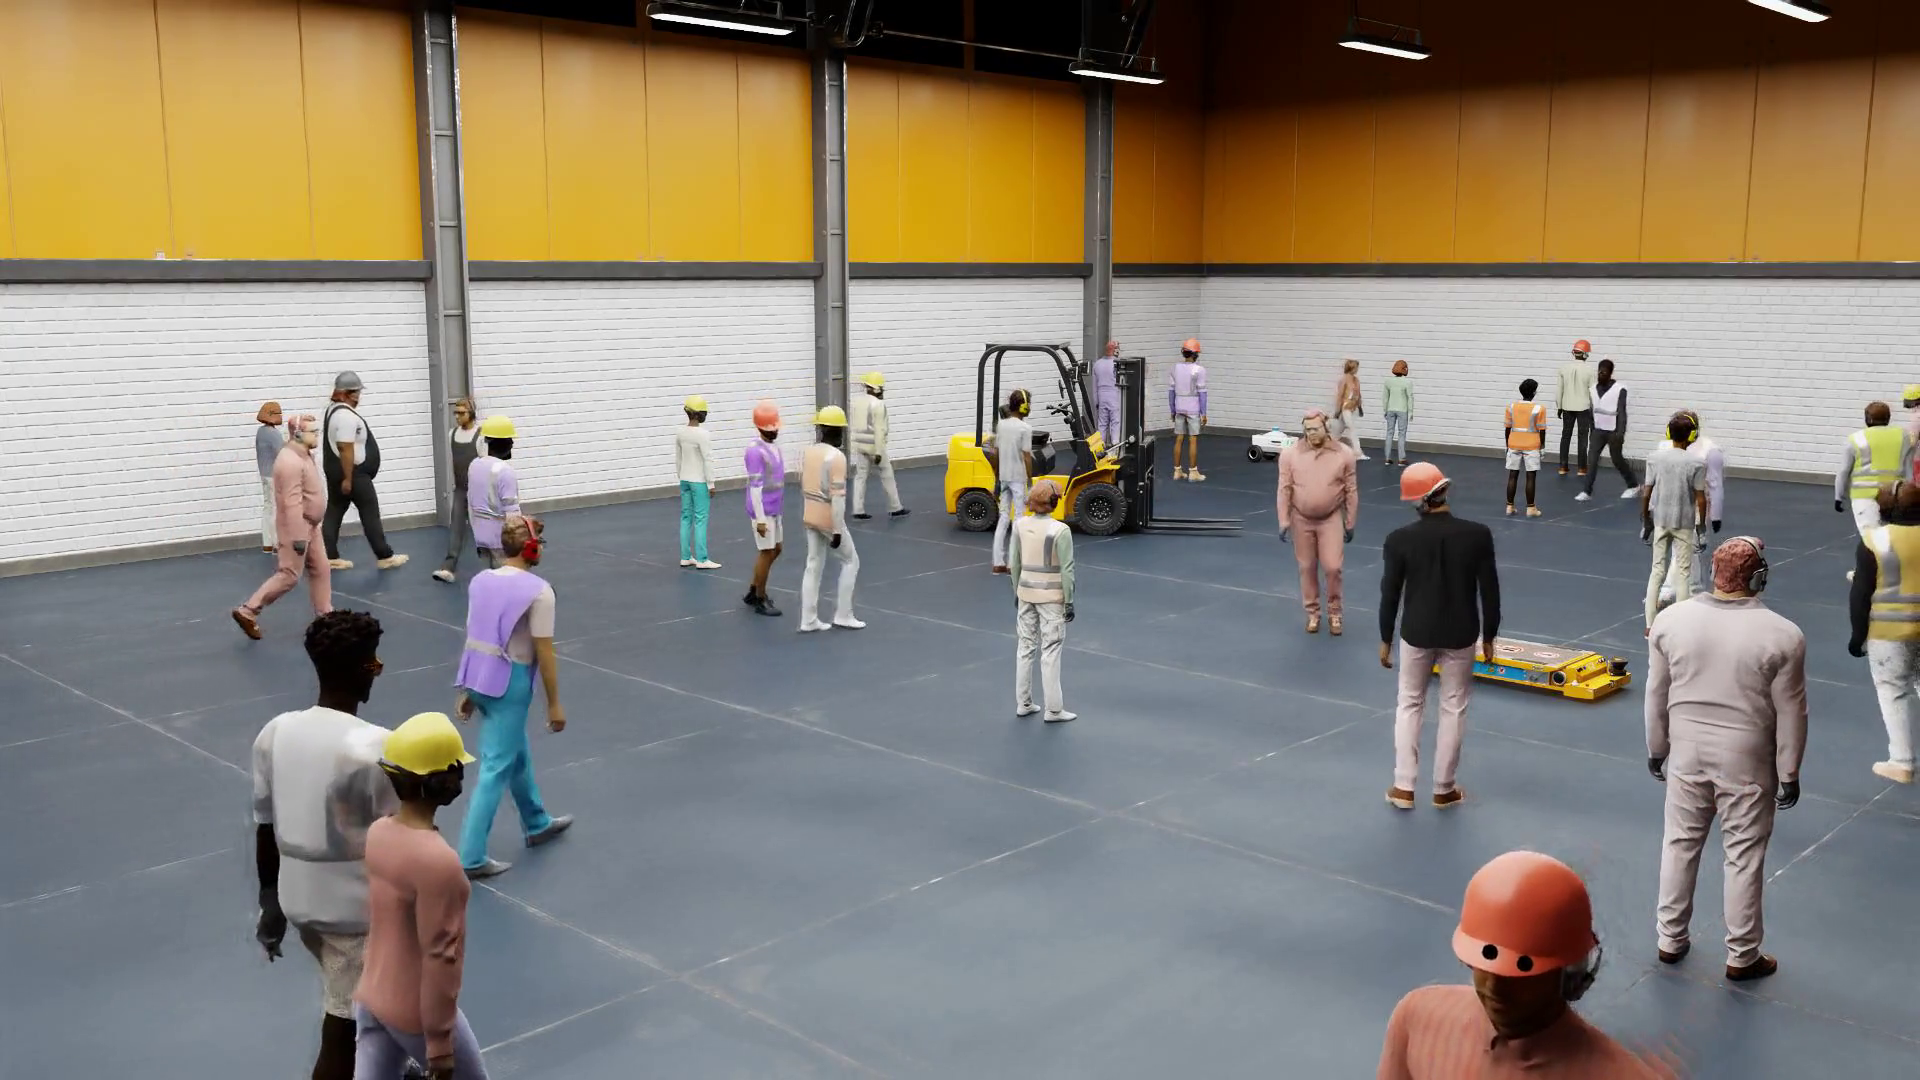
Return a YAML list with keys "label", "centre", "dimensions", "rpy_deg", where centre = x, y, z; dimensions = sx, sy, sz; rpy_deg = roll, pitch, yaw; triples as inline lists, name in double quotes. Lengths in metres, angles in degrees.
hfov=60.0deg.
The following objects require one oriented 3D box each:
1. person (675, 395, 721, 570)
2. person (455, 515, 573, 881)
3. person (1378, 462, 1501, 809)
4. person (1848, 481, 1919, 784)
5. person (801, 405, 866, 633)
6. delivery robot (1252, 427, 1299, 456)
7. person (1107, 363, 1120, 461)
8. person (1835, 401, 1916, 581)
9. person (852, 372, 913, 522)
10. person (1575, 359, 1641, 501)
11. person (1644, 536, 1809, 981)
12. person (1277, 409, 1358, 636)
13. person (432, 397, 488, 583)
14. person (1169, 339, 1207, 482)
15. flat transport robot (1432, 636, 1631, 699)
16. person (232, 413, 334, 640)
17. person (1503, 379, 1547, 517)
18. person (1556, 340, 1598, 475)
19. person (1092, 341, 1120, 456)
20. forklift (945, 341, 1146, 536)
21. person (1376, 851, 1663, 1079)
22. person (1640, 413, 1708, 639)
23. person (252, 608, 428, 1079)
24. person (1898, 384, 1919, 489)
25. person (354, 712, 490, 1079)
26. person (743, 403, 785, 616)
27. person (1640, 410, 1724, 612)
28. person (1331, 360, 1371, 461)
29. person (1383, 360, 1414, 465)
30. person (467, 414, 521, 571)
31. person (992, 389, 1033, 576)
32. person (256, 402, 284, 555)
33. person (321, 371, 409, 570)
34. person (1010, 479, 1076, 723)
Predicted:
- label: "person"
  centre: [-2.658, -0.585, 16.857]
  dimensions: [0.535, 1.766, 0.321]
  rpy_deg: [9, 13, 43]
- label: "person"
  centre: [-2.248, 0.776, 8.445]
  dimensions: [0.566, 1.791, 0.899]
  rpy_deg: [8, 12, 40]
- label: "person"
  centre: [2.676, 0.556, 9.319]
  dimensions: [0.668, 1.957, 0.451]
  rpy_deg: [2, 10, 14]
- label: "person"
  centre: [5.603, 0.547, 9.835]
  dimensions: [0.719, 1.805, 0.449]
  rpy_deg: [0, 9, 3]
- label: "person"
  centre: [-1.065, -0.171, 13.903]
  dimensions: [0.685, 1.904, 0.602]
  rpy_deg: [-8, 12, -42]
- label: "delivery robot"
  centre: [4.937, -1.527, 26.041]
  dimensions: [0.707, 0.478, 0.477]
  rpy_deg: [9, 13, 43]
- label: "person"
  centre: [2.141, -1.390, 21.530]
  dimensions: [0.495, 1.844, 0.531]
  rpy_deg: [-2, 10, -14]
- label: "person"
  centre: [8.640, -0.406, 15.701]
  dimensions: [0.634, 1.793, 0.970]
  rpy_deg: [1, 9, 5]
- label: "person"
  centre: [-0.969, -1.128, 20.059]
  dimensions: [0.841, 1.794, 0.610]
  rpy_deg: [-7, 12, -38]
- label: "person"
  centre: [8.551, -1.447, 21.863]
  dimensions: [0.975, 1.869, 0.645]
  rpy_deg: [-5, 10, -27]
- label: "person"
  centre: [3.292, 0.926, 7.157]
  dimensions: [0.655, 1.906, 0.407]
  rpy_deg: [9, 13, 43]
- label: "person"
  centre: [2.950, -0.140, 13.779]
  dimensions: [0.654, 1.880, 0.585]
  rpy_deg: [2, 10, 15]
- label: "person"
  centre: [-4.775, -0.487, 16.166]
  dimensions: [0.533, 1.790, 0.953]
  rpy_deg: [3, 10, 20]
- label: "person"
  centre: [3.287, -1.856, 23.801]
  dimensions: [0.616, 2.039, 0.385]
  rpy_deg: [9, 13, 43]
- label: "flat transport robot"
  centre: [4.118, 0.906, 12.284]
  dimensions: [1.431, 0.197, 0.652]
  rpy_deg: [9, 13, 43]
- label: "person"
  centre: [-5.478, -0.101, 13.564]
  dimensions: [0.863, 1.876, 0.654]
  rpy_deg: [-2, 9, -9]
- label: "person"
  centre: [6.933, -1.130, 20.403]
  dimensions: [0.542, 1.695, 0.316]
  rpy_deg: [9, 13, 43]
- label: "person"
  centre: [9.111, -1.952, 24.531]
  dimensions: [0.625, 1.992, 0.388]
  rpy_deg: [9, 13, 43]
- label: "person"
  centre: [2.398, -2.177, 26.187]
  dimensions: [0.655, 1.904, 0.407]
  rpy_deg: [9, 13, 43]
- label: "forklift"
  centre: [0.977, -1.223, 19.452]
  dimensions: [2.313, 2.155, 1.214]
  rpy_deg: [2, 9, 11]
- label: "person"
  centre: [1.089, 1.533, 3.330]
  dimensions: [1.024, 1.947, 0.623]
  rpy_deg: [-7, 12, -37]
- label: "person"
  centre: [5.820, -0.096, 13.548]
  dimensions: [0.538, 1.866, 0.313]
  rpy_deg: [9, 13, 43]
- label: "person"
  centre: [-1.956, 1.170, 5.581]
  dimensions: [0.624, 1.930, 0.911]
  rpy_deg: [6, 11, 31]
- label: "person"
  centre: [10.996, -0.927, 19.057]
  dimensions: [0.553, 1.717, 0.551]
  rpy_deg: [6, 11, 32]
- label: "person"
  centre: [-1.563, 1.367, 4.962]
  dimensions: [0.872, 1.725, 0.550]
  rpy_deg: [-9, 13, -44]
- label: "person"
  centre: [-1.734, -0.272, 14.577]
  dimensions: [0.530, 1.890, 0.694]
  rpy_deg: [2, 10, 14]
- label: "person"
  centre: [6.308, -0.244, 14.659]
  dimensions: [0.971, 1.793, 0.626]
  rpy_deg: [-5, 10, -26]
- label: "person"
  centre: [6.181, -2.078, 26.528]
  dimensions: [0.858, 1.596, 0.515]
  rpy_deg: [7, 12, 36]
- label: "person"
  centre: [6.783, -1.969, 25.740]
  dimensions: [0.509, 1.632, 0.265]
  rpy_deg: [9, 13, 43]
- label: "person"
  centre: [-3.533, -0.002, 12.786]
  dimensions: [0.595, 1.925, 0.373]
  rpy_deg: [9, 13, 43]
- label: "person"
  centre: [0.502, -0.556, 16.488]
  dimensions: [0.430, 1.853, 0.571]
  rpy_deg: [-8, 12, -41]
- label: "person"
  centre: [-7.294, -0.656, 17.690]
  dimensions: [0.509, 1.632, 0.267]
  rpy_deg: [9, 13, 43]
- label: "person"
  centre: [-6.071, -0.713, 16.797]
  dimensions: [0.922, 2.000, 0.681]
  rpy_deg: [-7, 11, -35]
- label: "person"
  centre: [0.557, 0.407, 11.162]
  dimensions: [0.525, 1.636, 0.307]
  rpy_deg: [9, 13, 43]
